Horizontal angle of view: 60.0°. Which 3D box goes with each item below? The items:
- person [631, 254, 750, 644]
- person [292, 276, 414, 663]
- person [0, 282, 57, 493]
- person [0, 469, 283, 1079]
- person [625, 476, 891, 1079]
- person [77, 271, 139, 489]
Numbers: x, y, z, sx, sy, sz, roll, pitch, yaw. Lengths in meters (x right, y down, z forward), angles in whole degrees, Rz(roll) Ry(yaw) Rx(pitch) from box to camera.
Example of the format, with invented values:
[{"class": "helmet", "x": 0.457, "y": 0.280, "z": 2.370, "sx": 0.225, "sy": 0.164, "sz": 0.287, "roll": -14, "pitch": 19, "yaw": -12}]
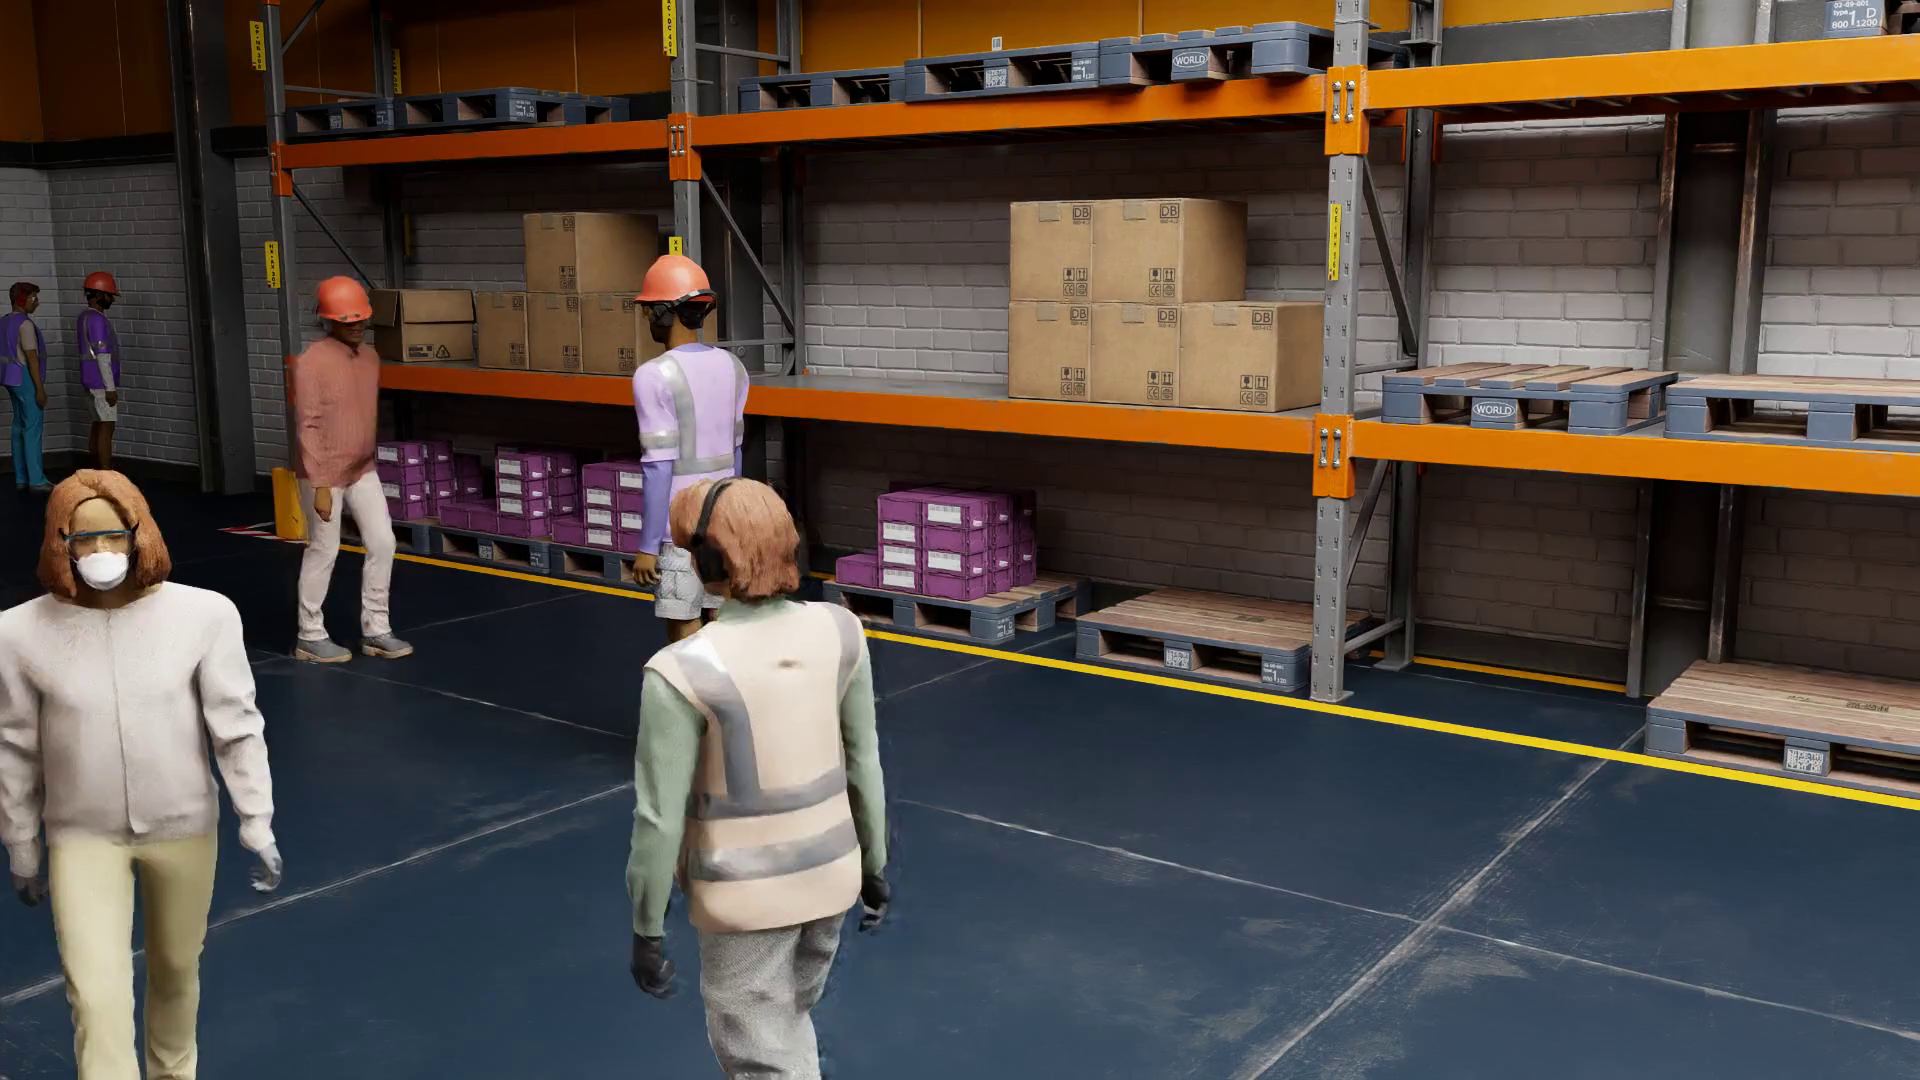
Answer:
[{"class": "person", "x": -1.058, "y": -0.062, "z": 6.401, "sx": 0.389, "sy": 2.045, "sz": 0.606, "roll": 5, "pitch": 11, "yaw": 27}, {"class": "person", "x": -3.078, "y": -0.327, "z": 8.250, "sx": 0.735, "sy": 1.942, "sz": 0.638, "roll": 4, "pitch": 10, "yaw": 22}, {"class": "person", "x": -8.177, "y": -1.326, "z": 14.541, "sx": 0.564, "sy": 1.837, "sz": 0.388, "roll": 8, "pitch": 12, "yaw": 39}, {"class": "person", "x": -1.709, "y": 0.650, "z": 3.471, "sx": 0.518, "sy": 1.591, "sz": 0.812, "roll": -5, "pitch": 11, "yaw": -30}, {"class": "person", "x": -0.392, "y": 0.684, "z": 3.179, "sx": 0.513, "sy": 1.617, "sz": 0.550, "roll": 9, "pitch": 13, "yaw": 44}, {"class": "person", "x": -7.432, "y": -1.358, "z": 14.457, "sx": 0.371, "sy": 1.931, "sz": 0.543, "roll": -8, "pitch": 12, "yaw": -39}]
